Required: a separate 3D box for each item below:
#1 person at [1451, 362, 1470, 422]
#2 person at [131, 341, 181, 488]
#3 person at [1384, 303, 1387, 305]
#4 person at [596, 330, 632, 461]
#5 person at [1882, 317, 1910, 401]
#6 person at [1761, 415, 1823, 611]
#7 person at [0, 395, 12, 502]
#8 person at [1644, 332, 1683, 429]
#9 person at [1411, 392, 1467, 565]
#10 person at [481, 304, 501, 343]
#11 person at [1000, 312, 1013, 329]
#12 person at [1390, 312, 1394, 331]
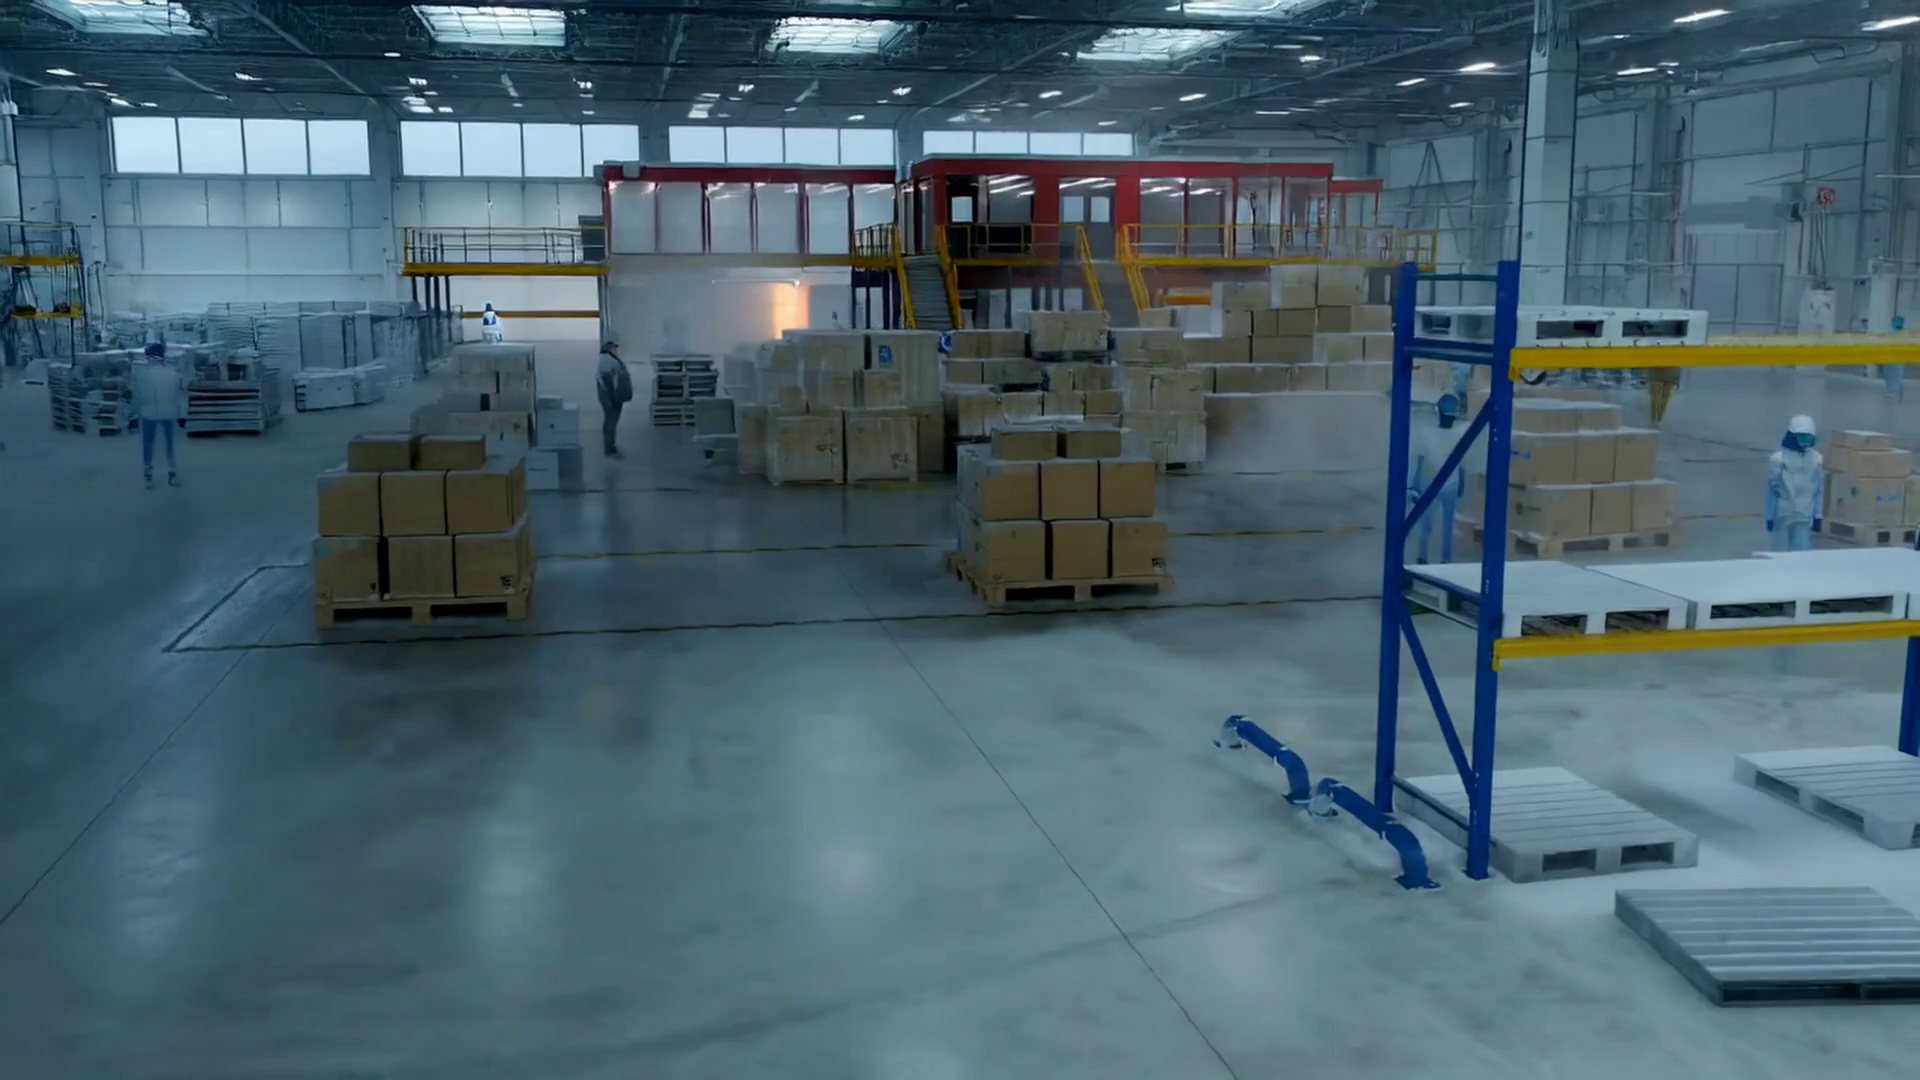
[{"bbox_3d":[9.730,-3.258,32.418,0.389,1.925,0.626,4,10,24],"label":"person"},{"bbox_3d":[-10.994,-1.718,22.781,0.612,1.997,0.376,-7,12,-38],"label":"person"},{"bbox_3d":[16.278,-8.571,64.598,0.622,1.972,0.479,-3,10,-19],"label":"person"},{"bbox_3d":[-5.390,-2.262,25.966,0.536,2.000,0.672,-2,9,-9],"label":"person"},{"bbox_3d":[21.121,-4.084,37.534,0.631,1.889,1.012,4,10,23],"label":"person"},{"bbox_3d":[7.207,-0.211,14.370,0.492,1.742,0.321,-1,9,-7],"label":"person"},{"bbox_3d":[-12.238,-1.271,20.866,0.605,1.722,0.700,-4,10,-21],"label":"person"},{"bbox_3d":[13.108,-2.966,31.005,0.658,1.796,0.844,3,10,17],"label":"person"},{"bbox_3d":[4.530,-0.490,15.762,0.530,1.849,0.701,1,9,5],"label":"person"},{"bbox_3d":[-14.904,-6.585,52.887,0.584,1.858,0.780,-2,10,-15],"label":"person"},{"bbox_3d":[1.166,-4.770,41.709,0.969,1.883,0.545,-9,13,-44],"label":"person"},{"bbox_3d":[11.768,-5.338,45.403,0.637,1.828,0.434,1,9,9],"label":"person"}]
